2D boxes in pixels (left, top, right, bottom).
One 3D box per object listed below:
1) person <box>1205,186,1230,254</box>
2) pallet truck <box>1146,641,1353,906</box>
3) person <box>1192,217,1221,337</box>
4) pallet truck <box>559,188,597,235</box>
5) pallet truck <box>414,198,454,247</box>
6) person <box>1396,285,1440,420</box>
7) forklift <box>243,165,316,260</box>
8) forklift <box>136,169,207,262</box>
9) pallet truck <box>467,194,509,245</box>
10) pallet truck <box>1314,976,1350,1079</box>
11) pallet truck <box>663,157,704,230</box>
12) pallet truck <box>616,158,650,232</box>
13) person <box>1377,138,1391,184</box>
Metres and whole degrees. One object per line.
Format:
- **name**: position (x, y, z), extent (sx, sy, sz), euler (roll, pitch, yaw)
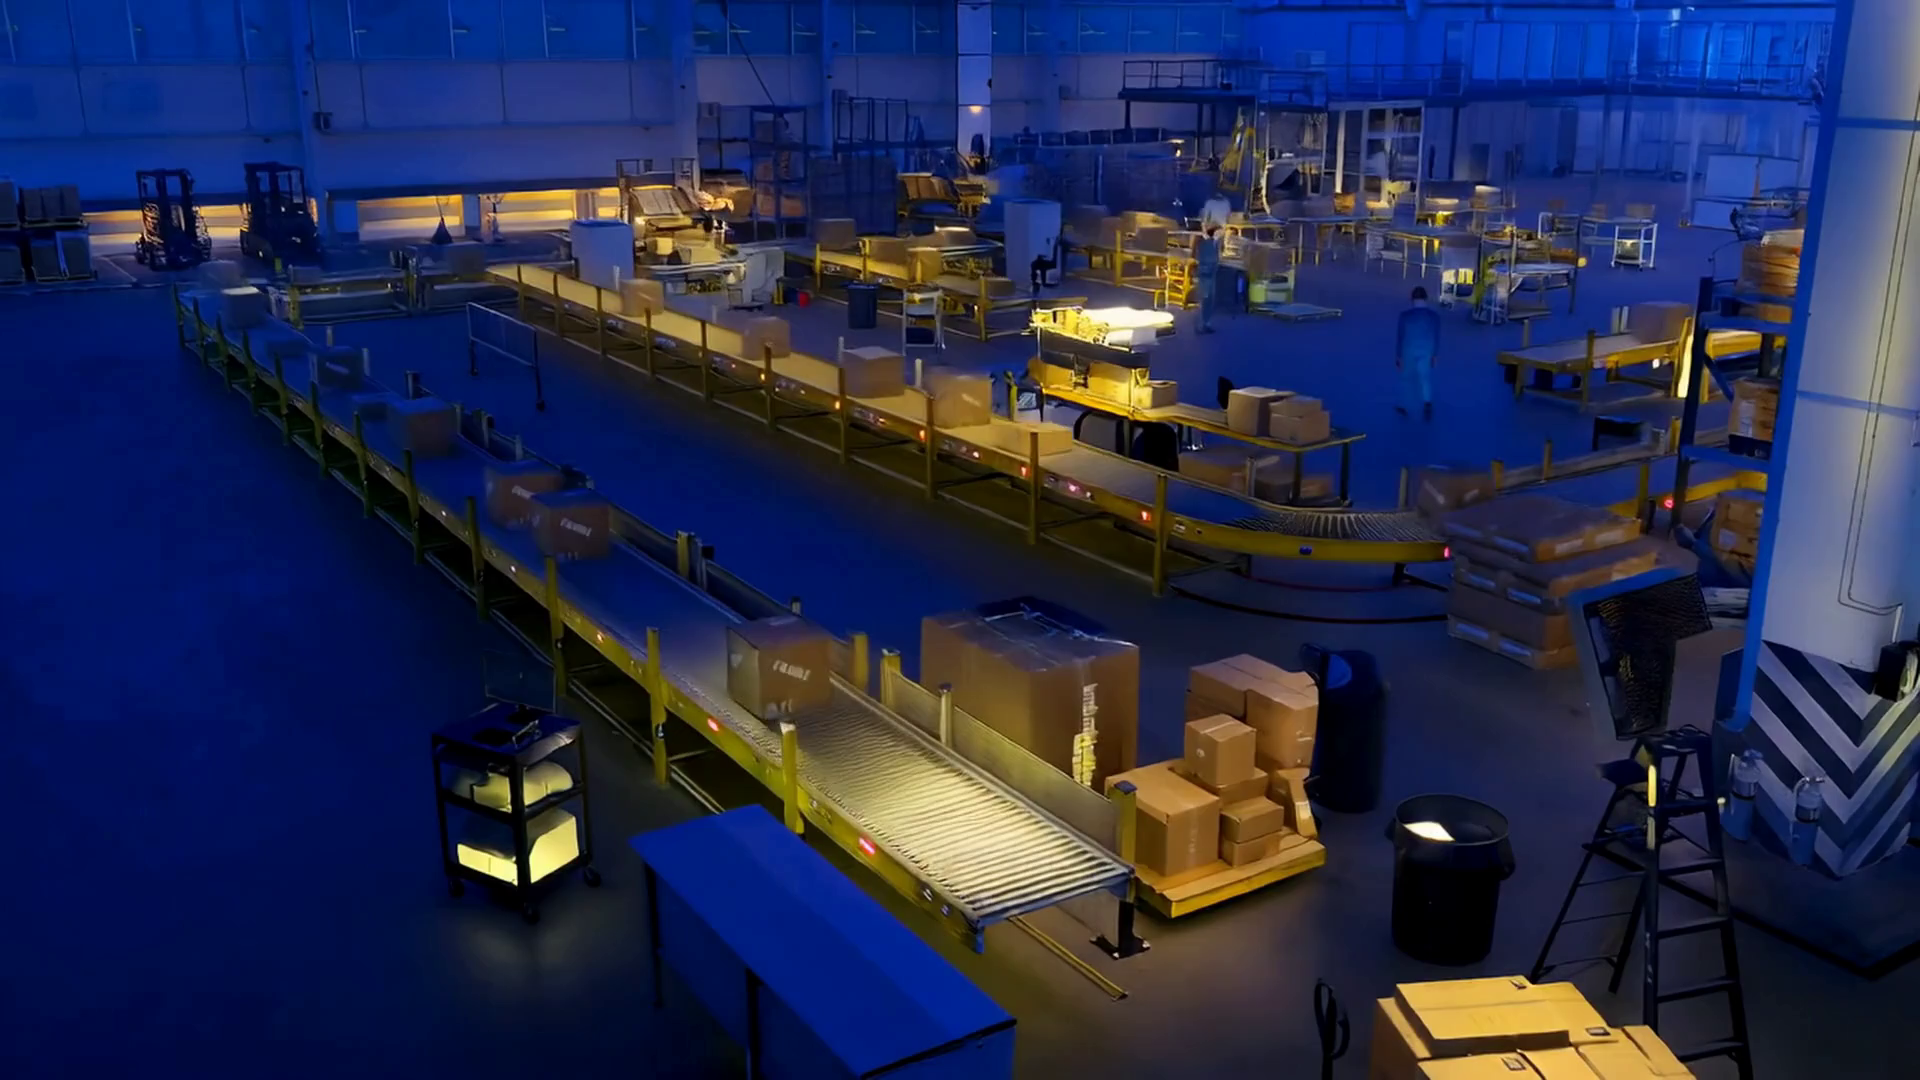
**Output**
- **person**: position (5.675, -6.880, 36.804), extent (0.660, 1.888, 0.637), euler (-9, 19, -26)
- **pallet truck**: position (1.664, 1.407, 10.232), extent (1.630, 1.274, 0.653), euler (-10, 20, -31)
- **person**: position (4.277, -4.553, 28.791), extent (0.605, 2.045, 0.379), euler (-12, 21, -35)
- **pallet truck**: position (-10.010, -8.652, 43.699), extent (0.653, 1.274, 1.630), euler (-10, 20, -31)
- **pallet truck**: position (-13.250, -8.060, 41.856), extent (0.680, 1.201, 1.601), euler (-10, 20, -31)
- **person**: position (6.183, -2.517, 22.435), extent (0.604, 1.808, 0.776), euler (-1, 17, -4)
- **forklift**: position (-15.898, -7.669, 38.708), extent (1.157, 1.987, 2.680), euler (-11, 20, -33)
- **forklift**: position (-17.842, -7.318, 37.559), extent (1.157, 1.987, 2.680), euler (-10, 20, -31)
- **pallet truck**: position (-11.983, -8.177, 42.137), extent (0.704, 1.261, 1.522), euler (-11, 20, -33)
- **pallet truck**: position (2.299, 2.390, 7.086), extent (1.601, 1.201, 0.680), euler (-2, 17, -7)
- **pallet truck**: position (-7.586, -9.308, 44.692), extent (0.823, 1.965, 1.885), euler (-11, 20, -33)
- **pallet truck**: position (-8.918, -9.176, 44.255), extent (0.823, 1.965, 1.885), euler (-9, 19, -27)
- **person**: position (14.444, -12.794, 56.626), extent (0.557, 1.814, 0.538), euler (-5, 18, -17)
